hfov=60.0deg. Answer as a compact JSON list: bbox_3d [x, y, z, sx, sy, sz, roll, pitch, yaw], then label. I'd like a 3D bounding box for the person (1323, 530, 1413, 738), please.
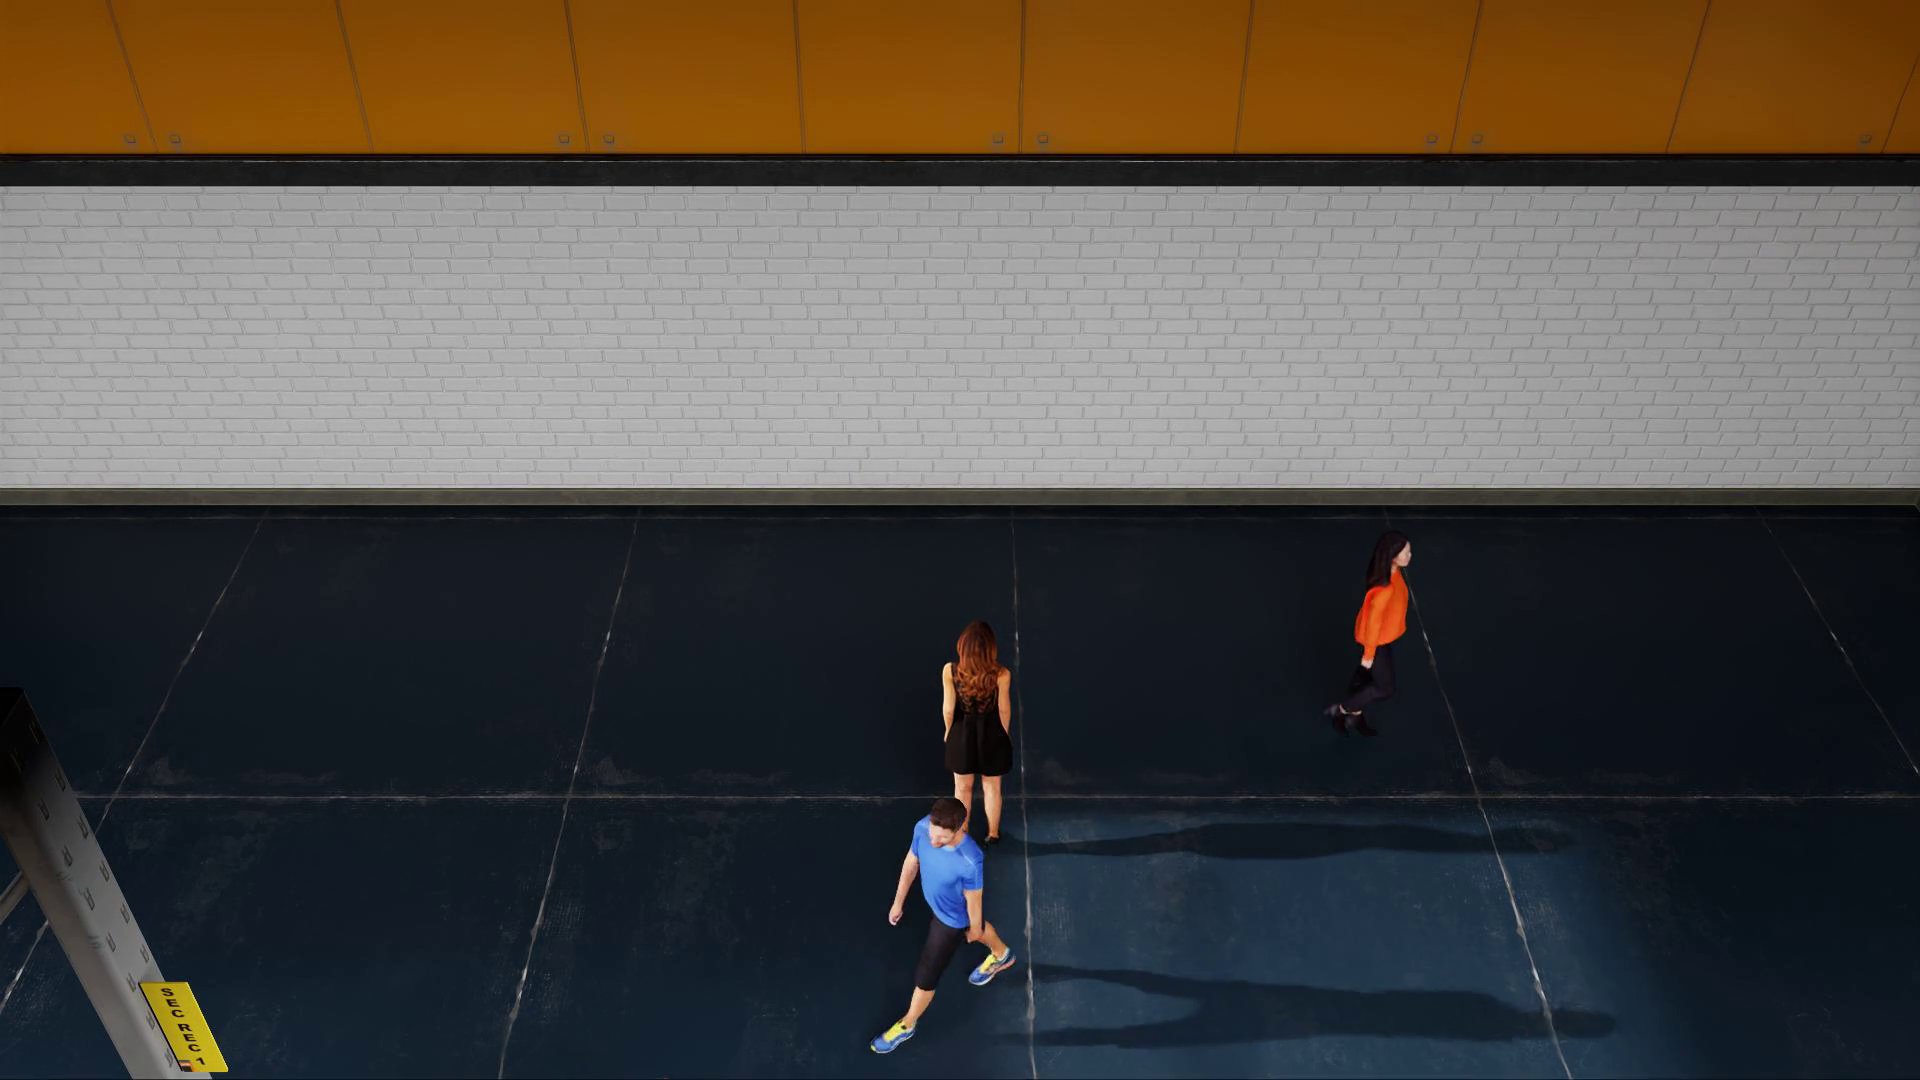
[{"bbox_3d":[2.637,0.636,10.896,0.786,1.737,0.701,12,40,15],"label":"person"}]

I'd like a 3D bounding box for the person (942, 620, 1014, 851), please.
[{"bbox_3d":[0.102,1.213,10.096,0.603,1.834,0.554,4,39,5],"label":"person"}]

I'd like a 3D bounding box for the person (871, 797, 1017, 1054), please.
[{"bbox_3d":[0.017,1.983,9.152,1.182,1.808,1.261,-24,45,-27],"label":"person"}]
